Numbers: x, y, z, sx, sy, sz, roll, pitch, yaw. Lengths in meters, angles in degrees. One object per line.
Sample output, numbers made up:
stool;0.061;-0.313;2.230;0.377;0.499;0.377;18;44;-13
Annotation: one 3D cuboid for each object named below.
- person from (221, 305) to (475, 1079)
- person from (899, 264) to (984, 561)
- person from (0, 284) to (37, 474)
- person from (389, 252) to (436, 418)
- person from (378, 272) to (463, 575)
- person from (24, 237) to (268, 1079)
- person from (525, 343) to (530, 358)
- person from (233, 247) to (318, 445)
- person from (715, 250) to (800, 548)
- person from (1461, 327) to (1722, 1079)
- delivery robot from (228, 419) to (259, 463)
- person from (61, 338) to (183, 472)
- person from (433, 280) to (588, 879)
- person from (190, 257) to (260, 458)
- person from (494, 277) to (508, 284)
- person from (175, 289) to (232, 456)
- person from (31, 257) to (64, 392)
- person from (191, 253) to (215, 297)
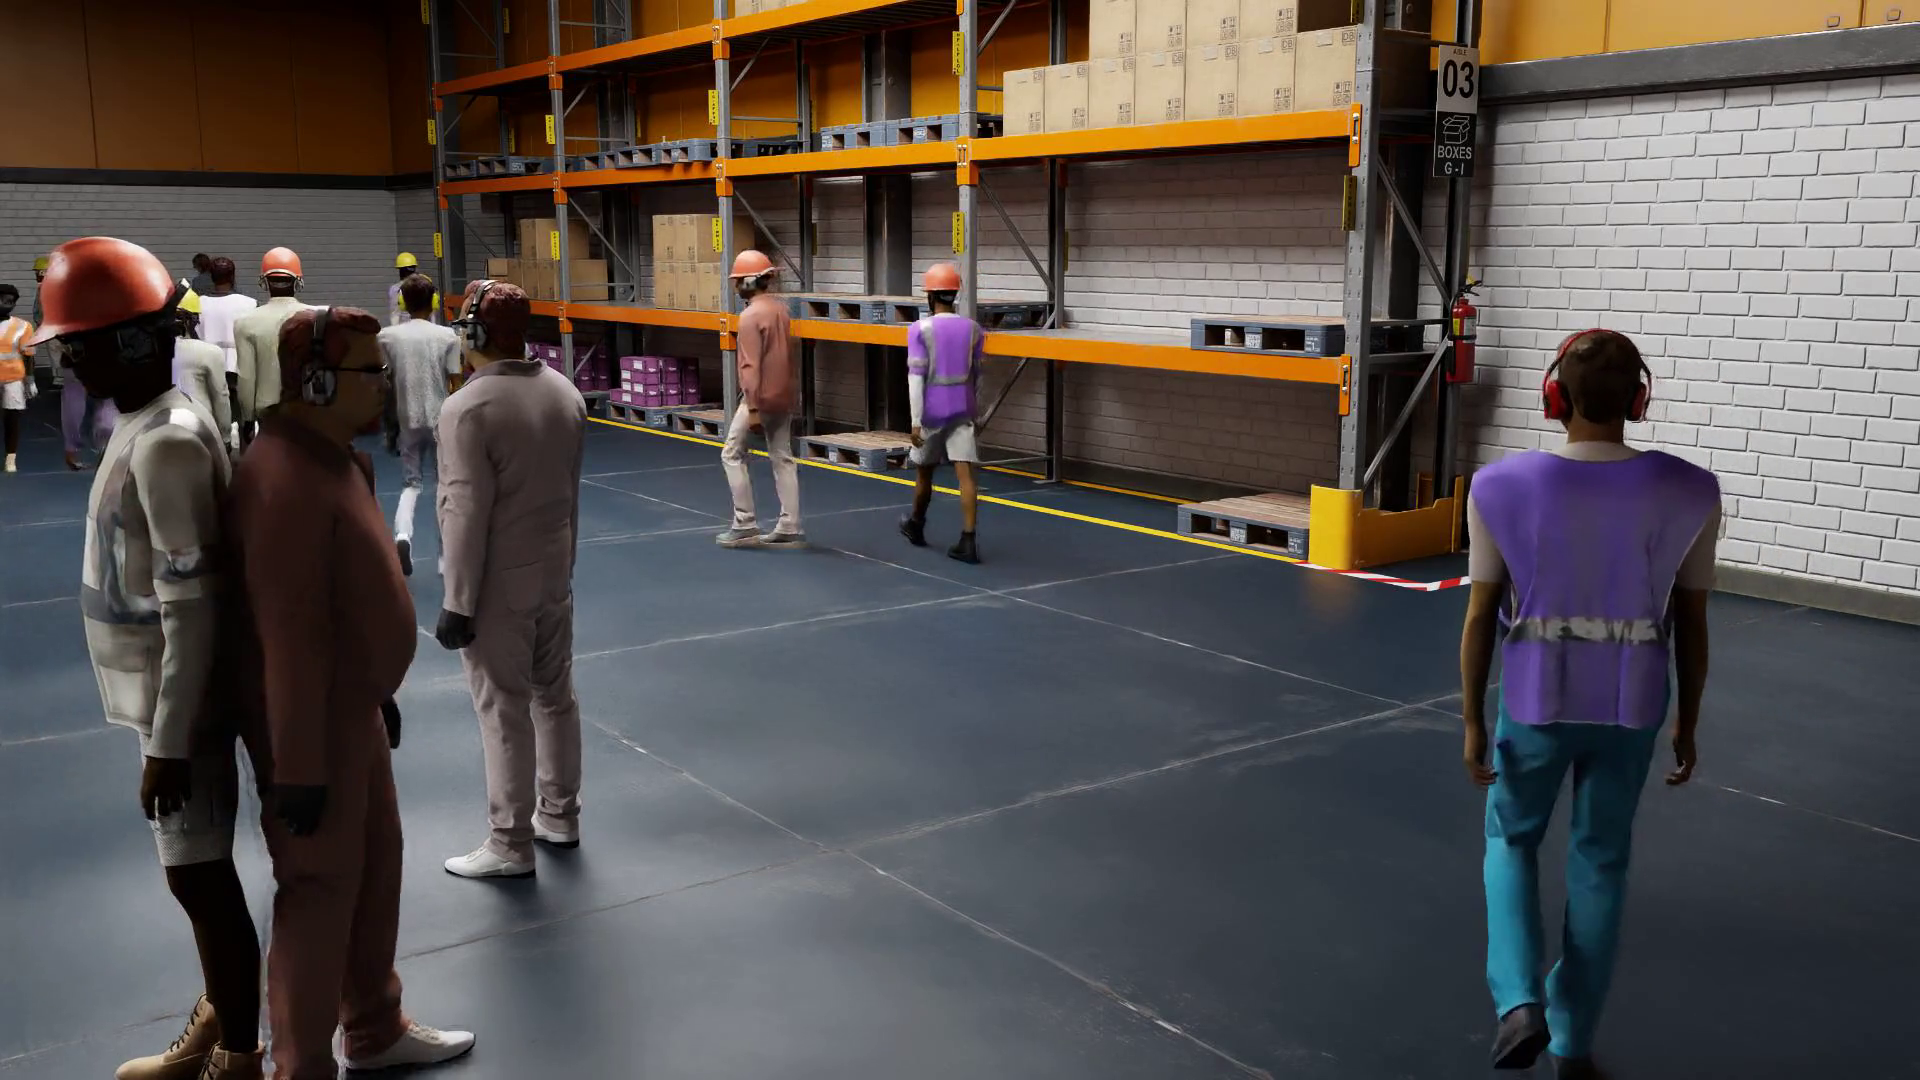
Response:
person;-1.389;0.419;3.836;0.535;1.893;0.681;-3;10;-14
person;-0.118;-0.838;10.802;0.567;1.881;1.014;-5;11;-24
person;-8.418;-1.404;14.603;0.585;1.663;0.347;-6;12;-29
person;-6.303;-2.338;19.144;0.401;1.919;0.588;7;12;34
person;-3.227;-0.677;10.012;0.528;1.853;0.631;-1;10;-3
person;-1.788;0.356;3.713;0.390;2.035;0.605;-5;11;-27
person;-3.233;-0.879;11.786;0.507;1.623;0.290;6;12;30
person;-4.065;-0.771;10.133;0.609;1.996;0.379;-4;11;-23
person;-1.365;-0.924;11.034;0.678;1.967;0.654;4;11;23
person;1.474;0.419;3.950;0.567;1.831;0.444;2;10;14
delivery robot;-6.200;-0.878;14.506;0.707;0.478;0.477;3;10;15
person;-4.740;-0.585;9.419;1.062;1.876;0.637;7;12;33
person;-1.462;0.129;5.345;0.410;1.909;0.642;4;11;20
person;-6.012;-1.356;13.668;0.582;1.911;0.391;0;10;-1
person;-5.395;-2.276;19.617;0.497;1.626;0.284;-10;14;-43
person;-4.687;-0.648;10.103;0.523;1.763;0.335;-1;10;-6
person;-12.465;-2.949;22.792;0.404;1.829;0.600;-2;10;-13
person;-10.260;-3.014;23.026;0.838;1.893;0.688;6;12;32
